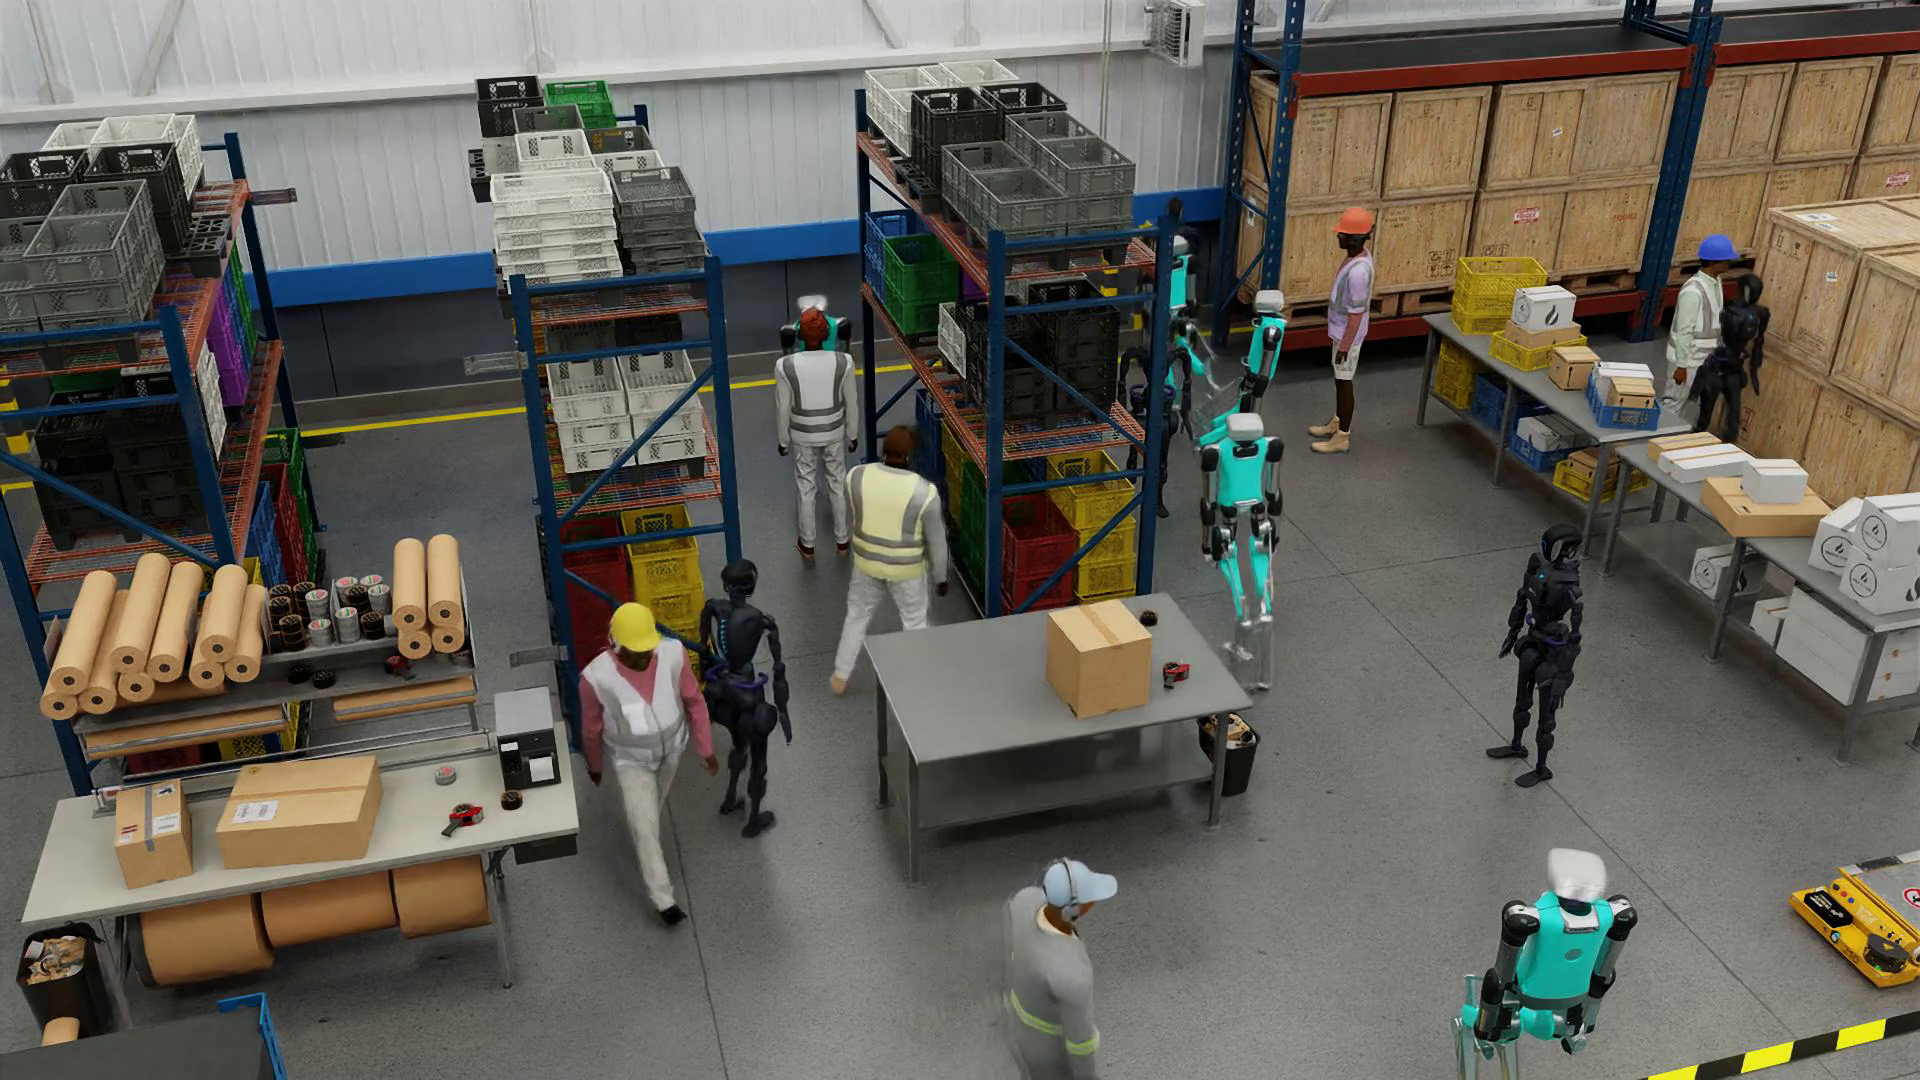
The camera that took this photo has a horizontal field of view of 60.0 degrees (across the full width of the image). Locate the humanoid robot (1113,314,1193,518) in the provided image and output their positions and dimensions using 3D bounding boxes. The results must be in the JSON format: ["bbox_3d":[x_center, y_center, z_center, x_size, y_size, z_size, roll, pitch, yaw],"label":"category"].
[{"bbox_3d":[1.443,-0.934,12.385,0.599,1.655,0.315,0,29,0],"label":"humanoid robot"}]

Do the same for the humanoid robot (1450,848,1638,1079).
[{"bbox_3d":[2.379,1.889,7.065,0.533,1.673,0.735,-3,29,-5],"label":"humanoid robot"}]

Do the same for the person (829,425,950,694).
[{"bbox_3d":[-0.460,0.167,10.251,0.796,1.821,0.528,9,30,15],"label":"person"}]

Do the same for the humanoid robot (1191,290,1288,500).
[{"bbox_3d":[2.019,-1.059,12.466,0.750,1.694,0.531,3,29,5],"label":"humanoid robot"}]

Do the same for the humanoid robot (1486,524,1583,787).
[{"bbox_3d":[3.331,0.649,9.503,0.315,1.657,0.599,-7,30,-13],"label":"humanoid robot"}]

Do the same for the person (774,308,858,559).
[{"bbox_3d":[-1.011,-0.745,11.839,0.584,1.883,0.341,-6,29,-10],"label":"person"}]

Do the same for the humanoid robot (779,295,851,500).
[{"bbox_3d":[-1.117,-1.092,12.669,0.550,1.796,0.823,-8,30,-14],"label":"humanoid robot"}]

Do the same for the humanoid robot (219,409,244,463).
[{"bbox_3d":[-5.590,-0.960,12.452,0.569,1.644,0.612,-6,29,-10],"label":"humanoid robot"}]

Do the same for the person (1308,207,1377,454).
[{"bbox_3d":[3.080,-1.675,13.370,0.375,2.043,0.606,4,29,8],"label":"person"}]

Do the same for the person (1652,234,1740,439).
[{"bbox_3d":[5.743,-1.463,13.077,0.375,1.950,0.613,20,35,32],"label":"person"}]

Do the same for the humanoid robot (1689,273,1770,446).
[{"bbox_3d":[6.053,-1.285,13.045,0.585,1.636,0.589,-8,30,-14],"label":"humanoid robot"}]

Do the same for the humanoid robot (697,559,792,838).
[{"bbox_3d":[-1.189,0.867,9.119,0.611,1.637,0.371,15,32,25],"label":"humanoid robot"}]

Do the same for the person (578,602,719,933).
[{"bbox_3d":[-1.572,1.114,8.565,0.601,1.773,0.931,-20,35,-32],"label":"person"}]

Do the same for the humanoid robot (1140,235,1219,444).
[{"bbox_3d":[1.841,-1.516,13.444,0.534,1.773,1.016,-15,32,-26],"label":"humanoid robot"}]

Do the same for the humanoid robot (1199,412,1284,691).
[{"bbox_3d":[1.821,0.166,10.441,0.571,1.863,0.774,-5,29,-9],"label":"humanoid robot"}]

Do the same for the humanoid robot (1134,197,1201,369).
[{"bbox_3d":[1.862,-2.285,14.868,0.596,1.641,0.412,0,29,0],"label":"humanoid robot"}]

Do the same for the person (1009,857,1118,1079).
[{"bbox_3d":[0.420,2.031,6.837,0.424,1.836,0.610,-10,30,-17],"label":"person"}]

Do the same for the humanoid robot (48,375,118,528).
[{"bbox_3d":[-6.426,-0.805,12.128,0.551,1.825,0.666,4,29,7],"label":"humanoid robot"}]

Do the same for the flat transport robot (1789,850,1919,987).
[{"bbox_3d":[5.163,1.916,8.676,1.431,0.231,0.659,-8,30,-14],"label":"flat transport robot"}]
